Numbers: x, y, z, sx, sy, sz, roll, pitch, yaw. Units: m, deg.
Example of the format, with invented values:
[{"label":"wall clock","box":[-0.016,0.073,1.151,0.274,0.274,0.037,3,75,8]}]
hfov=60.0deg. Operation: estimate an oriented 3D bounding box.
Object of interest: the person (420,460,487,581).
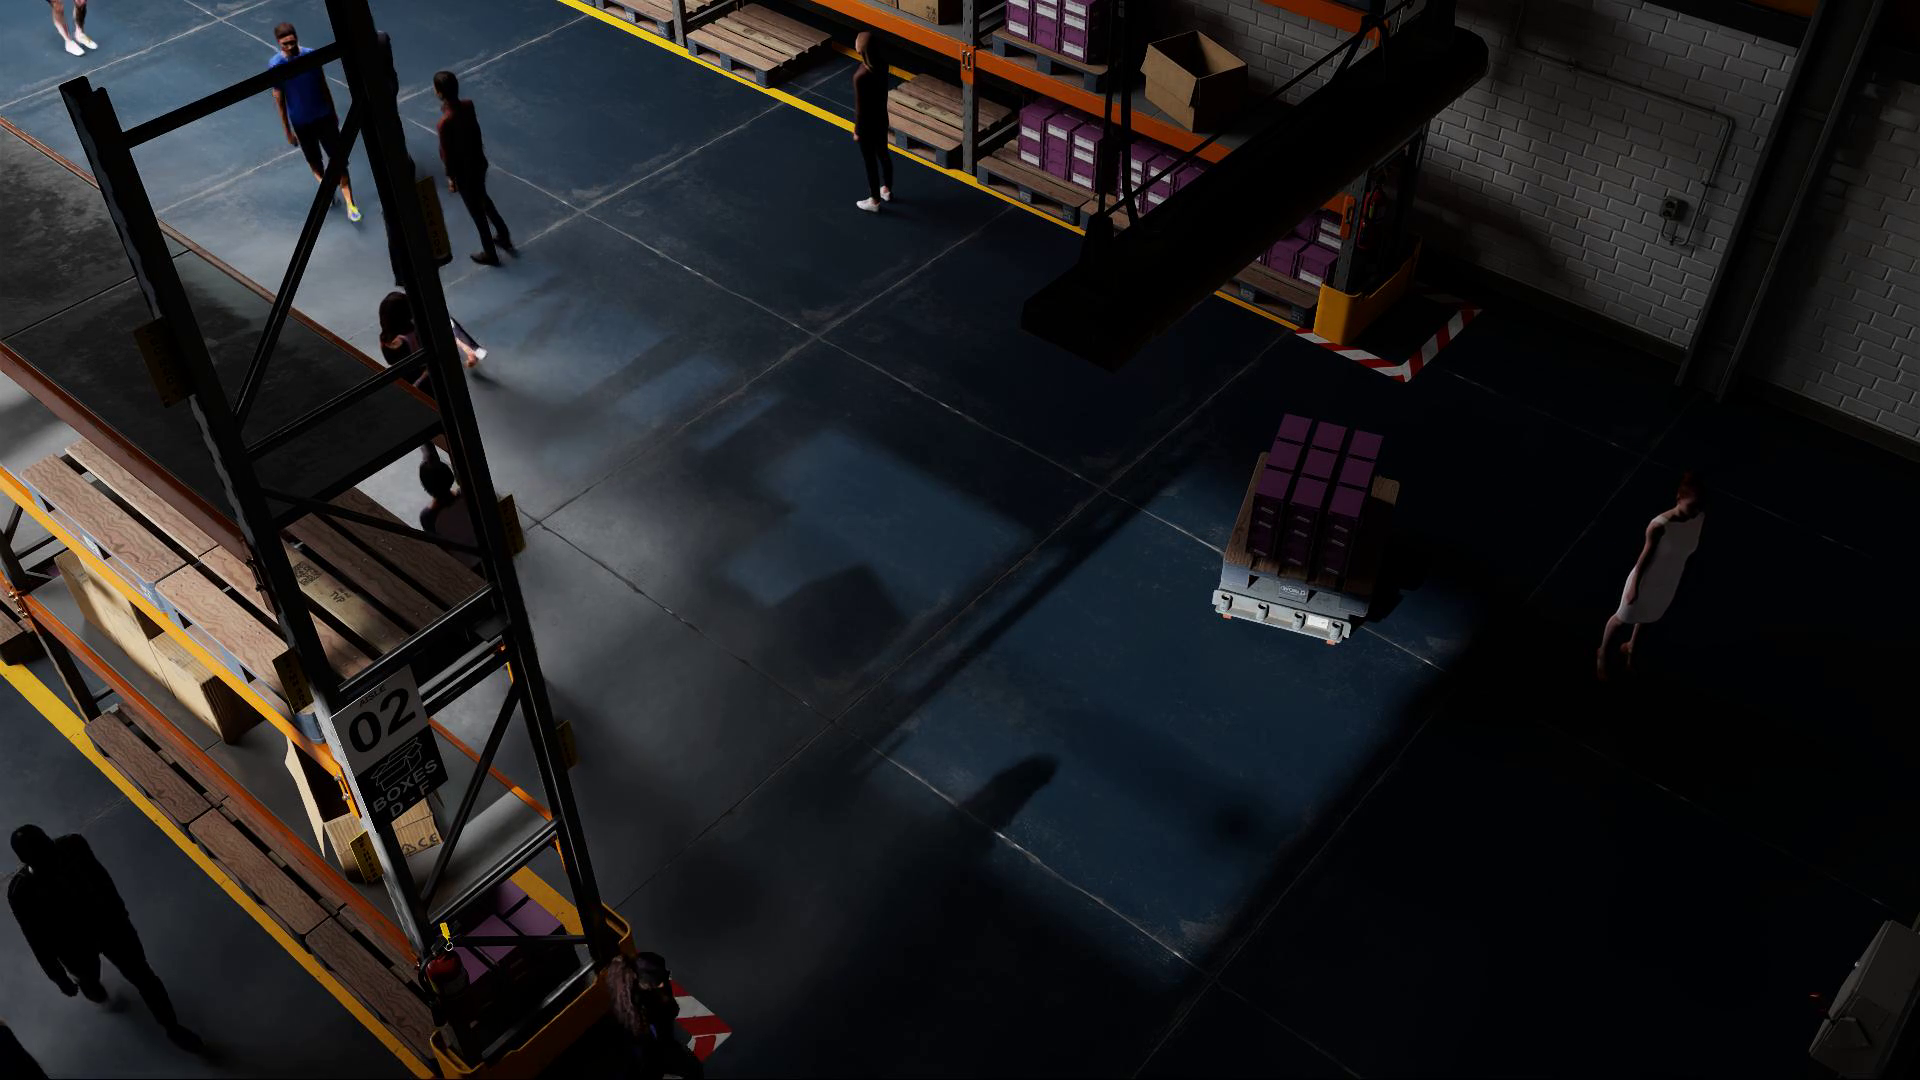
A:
[{"label":"person","box":[-3.267,0.102,11.000,0.651,1.553,0.838,-30,51,-28]}]

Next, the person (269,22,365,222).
[{"label":"person","box":[-5.834,-3.810,14.903,0.904,1.833,1.157,-20,47,-20]}]

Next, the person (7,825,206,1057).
[{"label":"person","box":[-4.675,2.041,8.797,1.261,1.785,0.795,25,49,24]}]

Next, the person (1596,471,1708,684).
[{"label":"person","box":[4.446,0.257,10.665,0.624,1.792,0.653,-9,44,-10]}]

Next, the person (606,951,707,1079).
[{"label":"person","box":[-1.618,2.576,8.379,0.902,1.587,1.071,-22,48,-21]}]

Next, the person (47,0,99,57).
[{"label":"person","box":[-9.412,-5.846,17.110,0.660,1.738,0.617,23,48,22]}]

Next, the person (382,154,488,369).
[{"label":"person","box":[-4.204,-2.172,13.164,1.219,1.861,0.855,20,47,20]}]

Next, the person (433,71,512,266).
[{"label":"person","box":[-4.208,-3.184,14.289,0.667,1.774,0.726,15,46,15]}]

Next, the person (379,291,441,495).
[{"label":"person","box":[-3.879,-1.056,12.061,0.632,1.767,0.579,-29,51,-27]}]

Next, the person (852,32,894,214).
[{"label":"person","box":[-0.784,-3.753,14.939,0.532,1.703,0.624,24,49,24]}]
